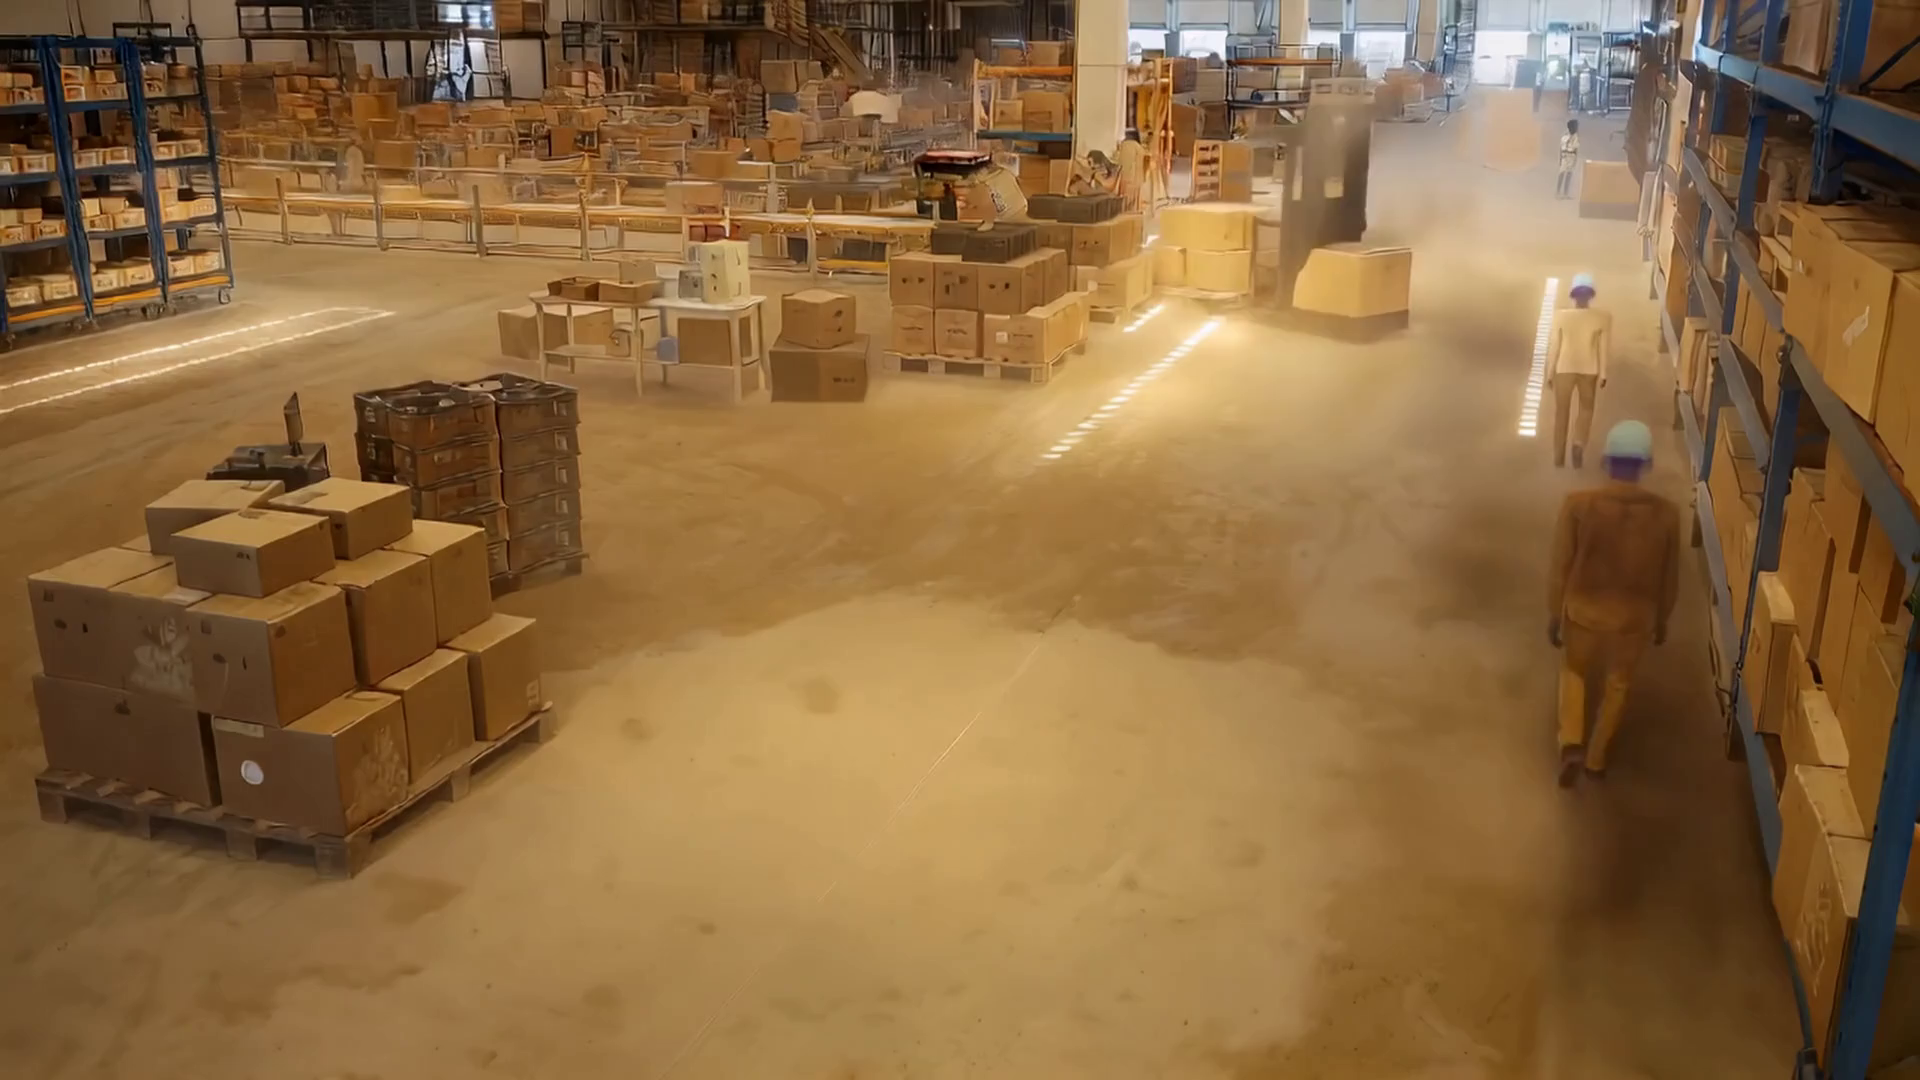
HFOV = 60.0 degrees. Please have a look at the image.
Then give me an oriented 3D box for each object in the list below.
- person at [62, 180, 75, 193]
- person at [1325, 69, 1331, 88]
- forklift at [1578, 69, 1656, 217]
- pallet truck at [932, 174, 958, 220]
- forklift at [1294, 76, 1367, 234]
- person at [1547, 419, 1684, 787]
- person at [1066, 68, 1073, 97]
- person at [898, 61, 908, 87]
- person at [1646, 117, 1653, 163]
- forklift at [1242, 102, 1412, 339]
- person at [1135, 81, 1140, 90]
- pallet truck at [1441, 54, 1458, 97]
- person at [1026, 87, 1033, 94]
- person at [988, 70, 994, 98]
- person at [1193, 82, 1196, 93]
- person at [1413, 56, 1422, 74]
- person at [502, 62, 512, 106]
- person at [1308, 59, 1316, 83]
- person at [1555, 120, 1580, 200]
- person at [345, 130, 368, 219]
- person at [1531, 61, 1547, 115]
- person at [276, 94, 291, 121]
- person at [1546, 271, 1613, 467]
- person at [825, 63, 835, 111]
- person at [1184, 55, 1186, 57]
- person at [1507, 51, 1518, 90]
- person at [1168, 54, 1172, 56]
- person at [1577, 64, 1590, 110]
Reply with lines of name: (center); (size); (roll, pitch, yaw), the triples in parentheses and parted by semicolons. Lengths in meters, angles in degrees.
person: (-14.905, -5.629, 27.406); (0.601, 1.920, 0.842); (-14, 23, -38)
person: (13.772, -16.665, 62.229); (0.588, 1.887, 0.566); (-7, 19, -22)
forklift: (13.219, -7.740, 32.475); (1.873, 2.768, 1.129); (6, 19, 18)
pallet truck: (-0.507, -5.292, 27.348); (0.653, 1.274, 1.630); (6, 19, 19)
forklift: (6.598, -6.755, 29.381); (1.129, 2.768, 1.873); (6, 19, 19)
person: (3.309, 0.368, 8.462); (0.620, 1.978, 0.532); (6, 19, 19)
person: (4.011, -16.217, 60.669); (0.722, 1.922, 0.555); (12, 21, 33)
person: (-2.277, -18.479, 67.714); (0.378, 1.959, 0.604); (10, 20, 29)
person: (13.976, -7.707, 33.997); (0.973, 1.882, 0.552); (4, 18, 12)
forklift: (4.698, -4.073, 20.952); (1.129, 2.768, 1.873); (-13, 22, -35)
person: (8.119, -21.277, 76.674); (0.673, 1.856, 0.526); (-4, 18, -13)
pallet truck: (22.765, -21.886, 78.355); (0.823, 1.965, 1.885); (-4, 18, -14)
person: (2.008, -12.332, 48.652); (0.613, 1.792, 0.903); (9, 20, 26)
person: (1.227, -17.313, 64.363); (0.311, 1.768, 0.532); (-2, 18, -7)
person: (8.162, -14.932, 57.172); (0.862, 1.575, 0.511); (7, 19, 20)
person: (22.056, -22.440, 80.371); (0.434, 1.826, 0.650); (8, 19, 25)
person: (-19.427, -19.528, 71.192); (0.333, 1.844, 0.514); (10, 20, 28)
person: (19.729, -26.634, 93.279); (0.396, 1.992, 0.623); (6, 19, 18)
person: (13.051, -8.151, 35.689); (0.538, 1.696, 0.317); (-9, 20, -26)
person: (-11.467, -6.887, 31.609); (0.406, 1.751, 0.545); (3, 18, 10)
person: (22.682, -17.686, 65.090); (0.538, 2.000, 0.684); (1, 18, 3)
person: (-20.887, -13.246, 51.186); (0.842, 2.019, 0.618); (-12, 21, -33)
person: (5.411, -1.474, 14.603); (0.537, 1.753, 0.530); (6, 19, 19)
person: (-5.218, -18.161, 66.785); (0.377, 1.914, 0.596); (-15, 23, -39)
person: (11.203, -23.003, 81.960); (0.368, 1.939, 0.542); (-3, 18, -8)
person: (28.586, -24.309, 86.089); (0.384, 1.923, 0.590); (-12, 21, -33)
person: (10.765, -23.996, 85.323); (0.661, 1.786, 0.980); (5, 18, 14)
person: (24.793, -17.958, 66.198); (0.583, 1.882, 0.337); (-14, 23, -38)
